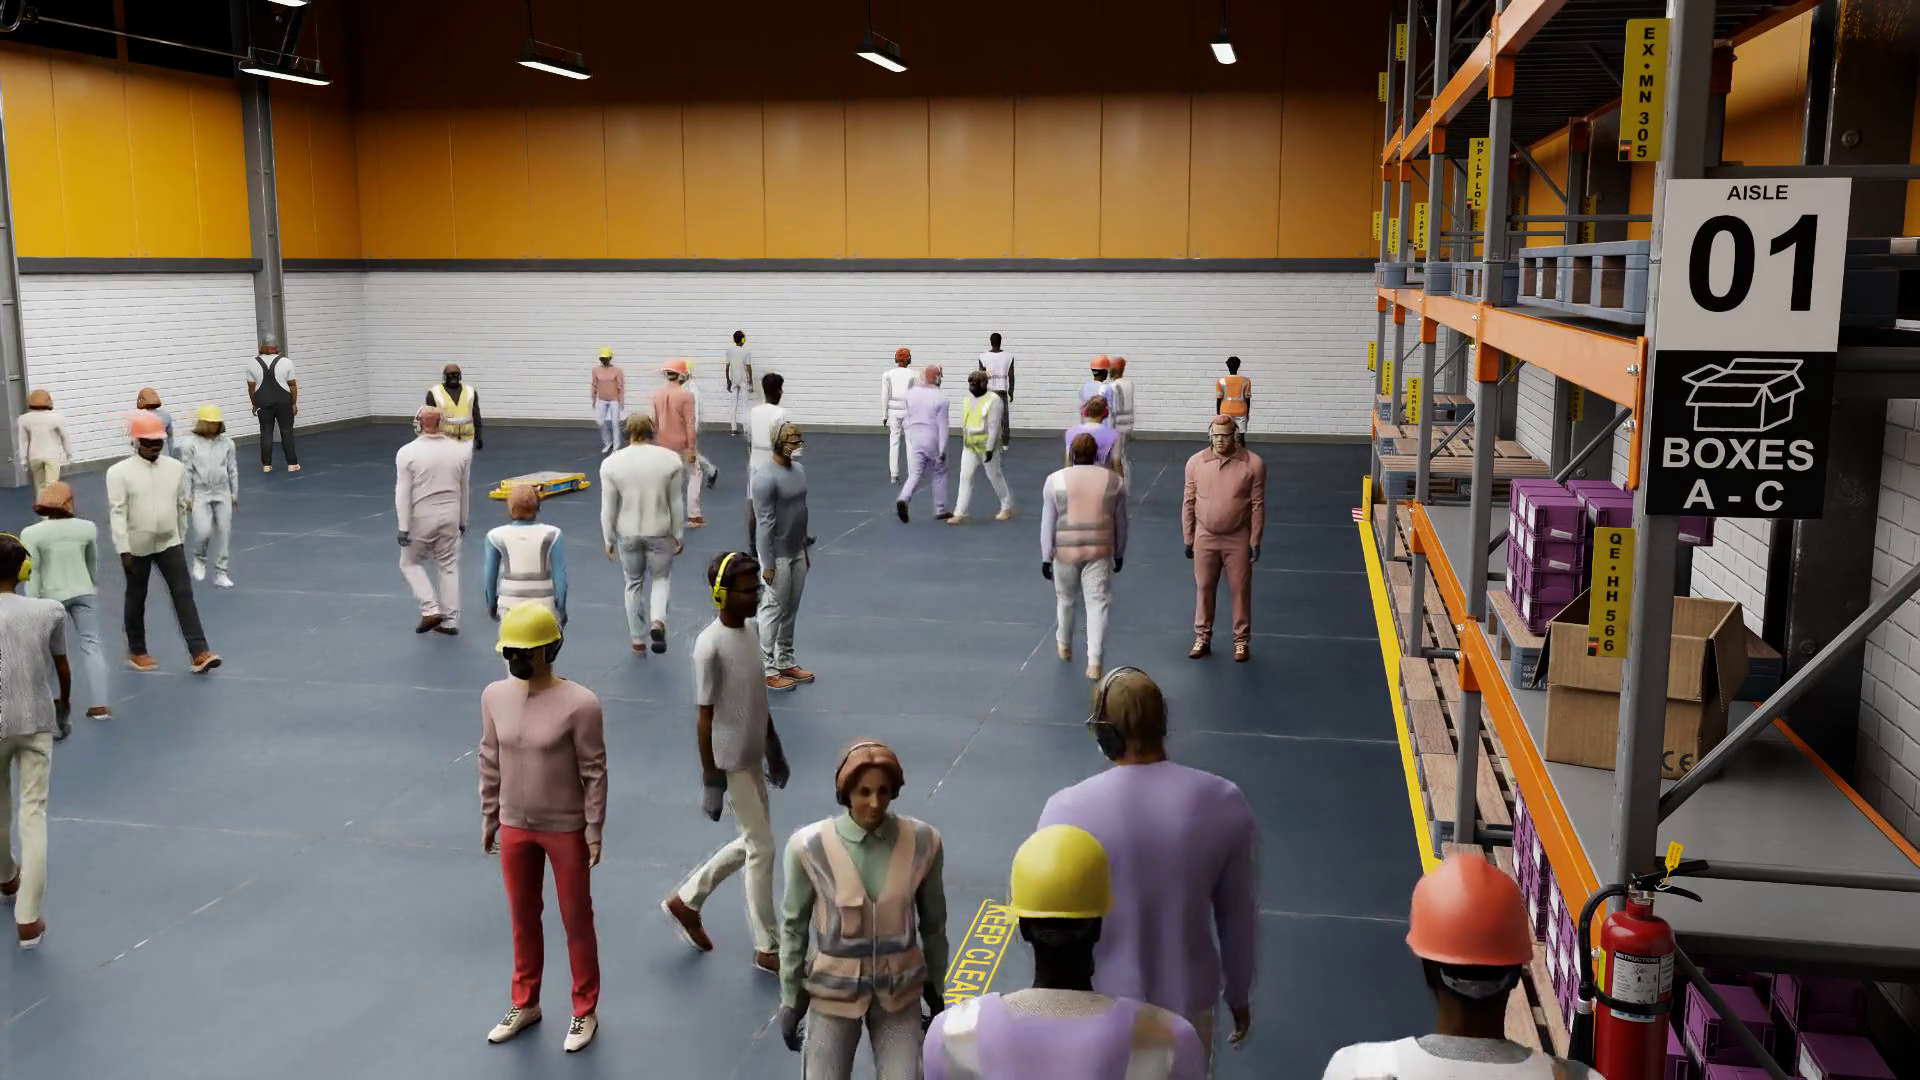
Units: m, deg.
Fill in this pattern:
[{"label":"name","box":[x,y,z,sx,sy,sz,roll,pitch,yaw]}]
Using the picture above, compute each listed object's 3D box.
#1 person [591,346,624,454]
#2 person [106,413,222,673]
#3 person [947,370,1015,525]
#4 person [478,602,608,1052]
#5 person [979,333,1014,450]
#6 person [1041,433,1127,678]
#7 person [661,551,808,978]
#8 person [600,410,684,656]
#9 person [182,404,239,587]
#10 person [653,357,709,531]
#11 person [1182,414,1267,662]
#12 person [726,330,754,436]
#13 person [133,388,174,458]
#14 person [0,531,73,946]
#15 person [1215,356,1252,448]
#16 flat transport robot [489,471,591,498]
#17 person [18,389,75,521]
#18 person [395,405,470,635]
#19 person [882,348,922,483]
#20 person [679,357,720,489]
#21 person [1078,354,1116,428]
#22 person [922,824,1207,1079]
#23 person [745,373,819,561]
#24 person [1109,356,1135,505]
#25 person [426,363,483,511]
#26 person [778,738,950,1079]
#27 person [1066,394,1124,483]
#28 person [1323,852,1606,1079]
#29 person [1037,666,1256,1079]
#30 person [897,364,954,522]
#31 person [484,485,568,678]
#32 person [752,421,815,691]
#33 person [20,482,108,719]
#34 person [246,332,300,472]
[{"label":"person","box":[-5.571,-2.198,26.314,0.559,1.741,0.399,1,10,9]},{"label":"person","box":[-5.904,0.042,12.241,1.000,1.939,0.619,8,12,39]},{"label":"person","box":[0.273,-1.092,19.524,0.619,1.808,0.941,8,13,41]},{"label":"person","box":[-1.613,1.101,6.404,0.529,1.767,0.329,3,10,16]},{"label":"person","box":[0.597,-2.423,27.188,0.594,1.914,0.373,-2,10,-10]},{"label":"person","box":[0.924,0.095,12.405,0.651,1.789,0.979,0,9,0]},{"label":"person","box":[-0.954,0.944,7.128,0.726,1.845,0.539,3,10,16]},{"label":"person","box":[-2.428,-0.031,12.745,0.637,1.922,0.549,-2,10,-13]},{"label":"person","box":[-7.026,-0.419,15.631,0.493,1.730,0.405,-9,13,-42]},{"label":"person","box":[-3.185,-1.097,19.018,0.660,1.967,0.737,5,11,29]},{"label":"person","box":[2.006,-0.015,12.739,0.638,1.901,0.403,3,10,17]},{"label":"person","box":[-3.900,-2.781,29.490,0.534,1.866,0.315,3,10,19]},{"label":"person","box":[-9.197,-0.922,18.995,0.267,1.631,0.507,4,10,24]},{"label":"person","box":[-4.351,0.865,7.656,0.496,1.819,0.978,-5,11,-26]},{"label":"person","box":[3.993,-1.838,24.325,0.532,1.696,0.319,0,9,3]},{"label":"flat transport robot","box":[-5.523,-0.729,21.925,0.652,0.197,1.431,3,10,18]},{"label":"person","box":[-10.444,-0.922,19.067,0.514,1.605,0.742,-1,10,-8]},{"label":"person","box":[-4.318,-0.153,13.591,0.438,1.888,0.670,9,13,42]},{"label":"person","box":[-0.790,-1.722,23.060,0.585,1.882,0.340,2,10,12]},{"label":"person","box":[-3.590,-1.518,22.055,0.717,1.810,0.600,-7,12,-38]},{"label":"person","box":[1.696,-1.291,20.295,0.361,1.940,0.543,-8,13,-42]},{"label":"person","box":[0.200,1.546,3.361,0.613,1.893,0.828,2,10,14]},{"label":"person","box":[-1.885,-0.764,17.161,0.639,1.915,0.977,6,11,33]},{"label":"person","box":[2.022,-1.389,21.071,0.353,1.888,0.582,6,11,34]},{"label":"person","box":[-6.179,-1.252,20.405,0.633,1.830,0.452,-6,11,-31]},{"label":"person","box":[-0.291,1.393,5.077,0.532,1.618,0.614,-3,10,-15]},{"label":"person","box":[1.261,-0.444,15.538,0.561,1.831,0.444,6,11,31]},{"label":"person","box":[0.960,1.547,3.251,0.555,1.920,0.551,1,10,9]},{"label":"person","box":[0.536,1.314,4.662,0.669,1.919,0.508,-1,10,-8]},{"label":"person","box":[-0.403,-1.135,19.567,0.631,1.872,0.852,6,11,32]},{"label":"person","box":[-2.851,0.429,10.952,0.538,1.585,0.851,-1,10,-9]},{"label":"person","box":[-1.271,0.110,11.907,0.374,1.932,0.623,3,10,20]},{"label":"person","box":[-6.038,0.401,11.180,0.855,1.579,0.507,8,12,41]},{"label":"person","box":[-10.045,-2.019,24.375,0.677,2.000,0.536,-2,10,-11]}]
